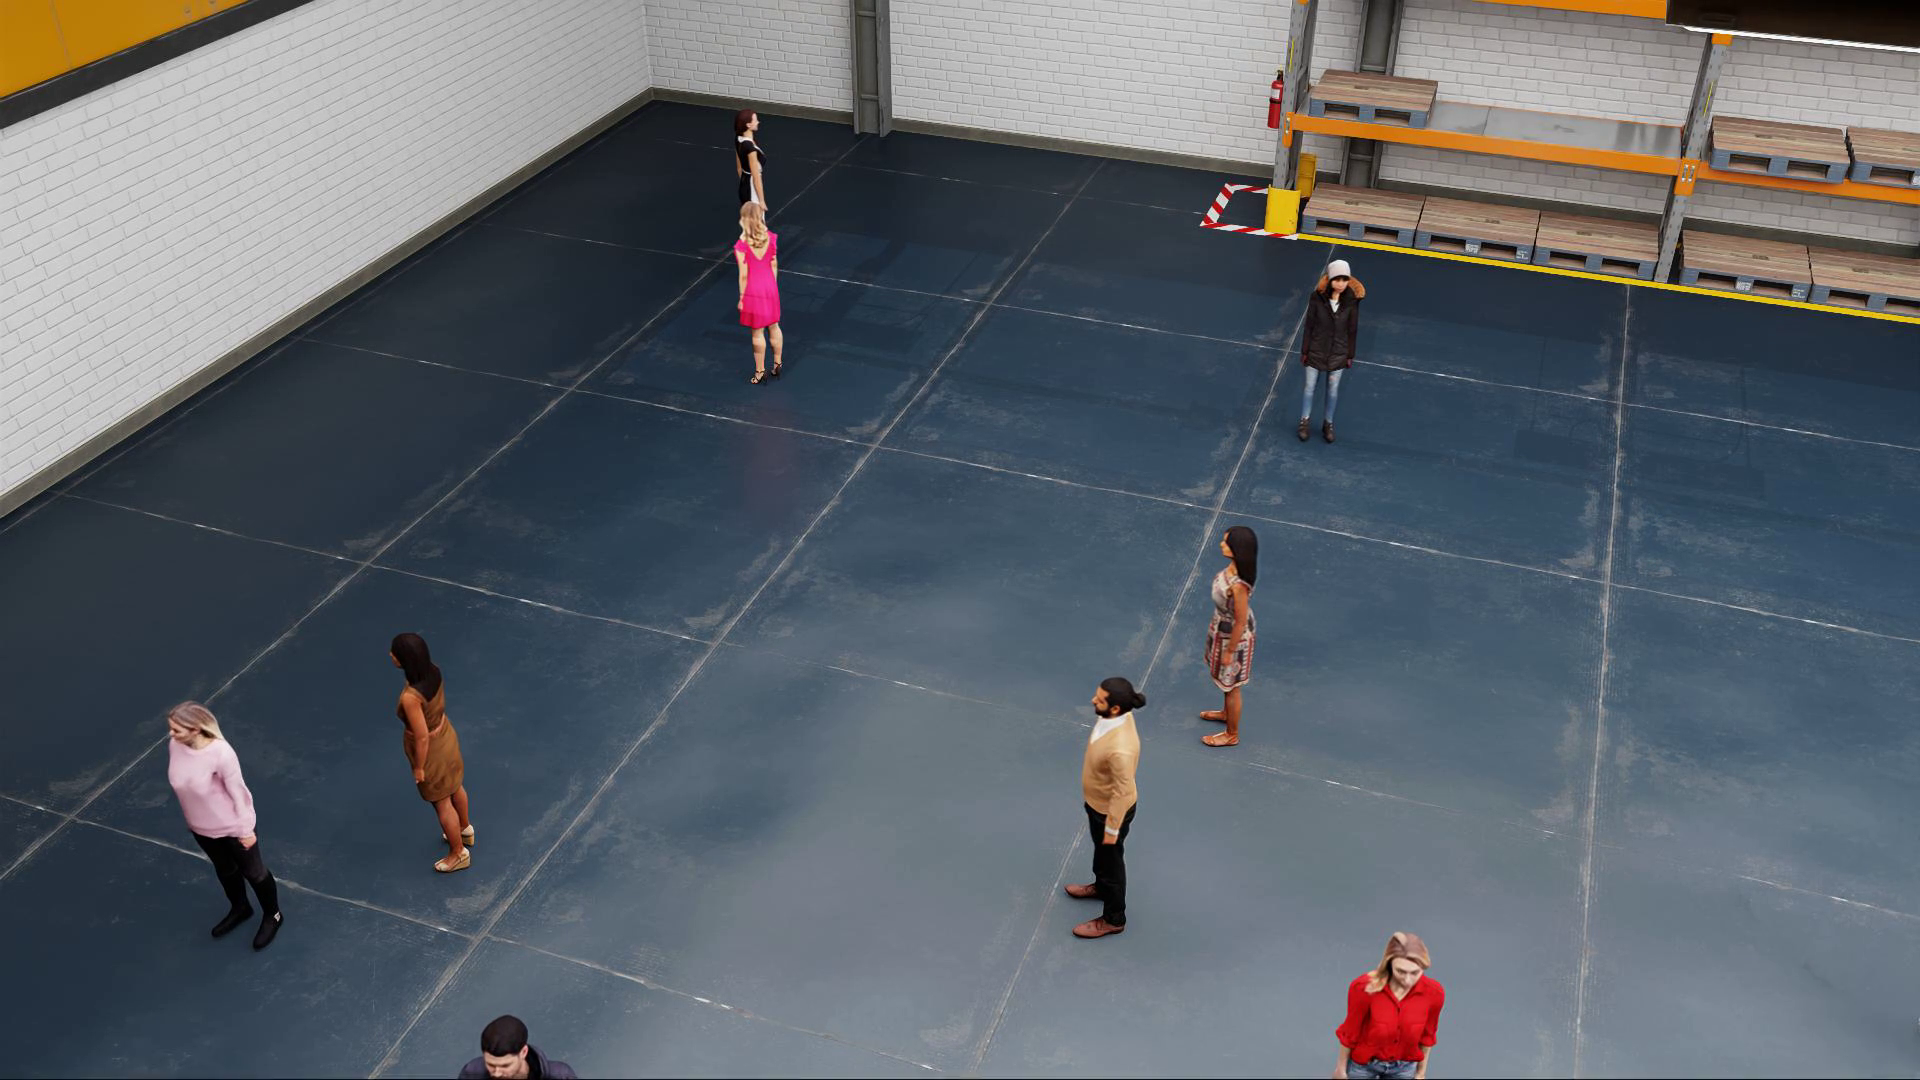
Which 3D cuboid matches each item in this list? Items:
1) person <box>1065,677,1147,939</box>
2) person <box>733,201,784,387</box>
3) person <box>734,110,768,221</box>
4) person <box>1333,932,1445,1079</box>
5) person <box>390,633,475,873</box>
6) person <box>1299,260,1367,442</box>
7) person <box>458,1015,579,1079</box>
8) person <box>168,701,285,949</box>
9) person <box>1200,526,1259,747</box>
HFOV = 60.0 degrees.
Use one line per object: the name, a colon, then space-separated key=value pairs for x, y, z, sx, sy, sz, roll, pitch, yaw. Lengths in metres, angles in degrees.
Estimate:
person: x=0.831 y=1.470 z=9.289 sx=0.733 sy=1.754 sz=0.748 roll=-3 pitch=34 yaw=-4
person: x=-1.783 y=-2.201 z=14.836 sx=0.667 sy=1.727 sz=0.696 roll=-23 pitch=40 yaw=-31
person: x=-2.075 y=-3.417 z=16.604 sx=0.704 sy=1.795 sz=0.628 roll=-17 pitch=37 yaw=-24
person: x=1.983 y=2.462 z=7.842 sx=0.562 sy=1.704 sz=0.735 roll=0 pitch=34 yaw=1
person: x=-3.077 y=1.230 z=9.709 sx=0.619 sy=1.690 sz=0.632 roll=-1 pitch=34 yaw=-2
person: x=3.098 y=-1.612 z=14.032 sx=0.607 sy=1.636 sz=0.737 roll=4 pitch=34 yaw=6
person: x=-1.865 y=2.728 z=7.270 sx=0.648 sy=1.895 sz=0.805 roll=-1 pitch=34 yaw=-1
person: x=-4.090 y=1.544 z=9.238 sx=0.468 sy=1.687 sz=0.649 roll=12 pitch=35 yaw=17
person: x=1.752 y=0.609 z=10.684 sx=0.612 sy=1.645 sz=0.698 roll=3 pitch=34 yaw=5
